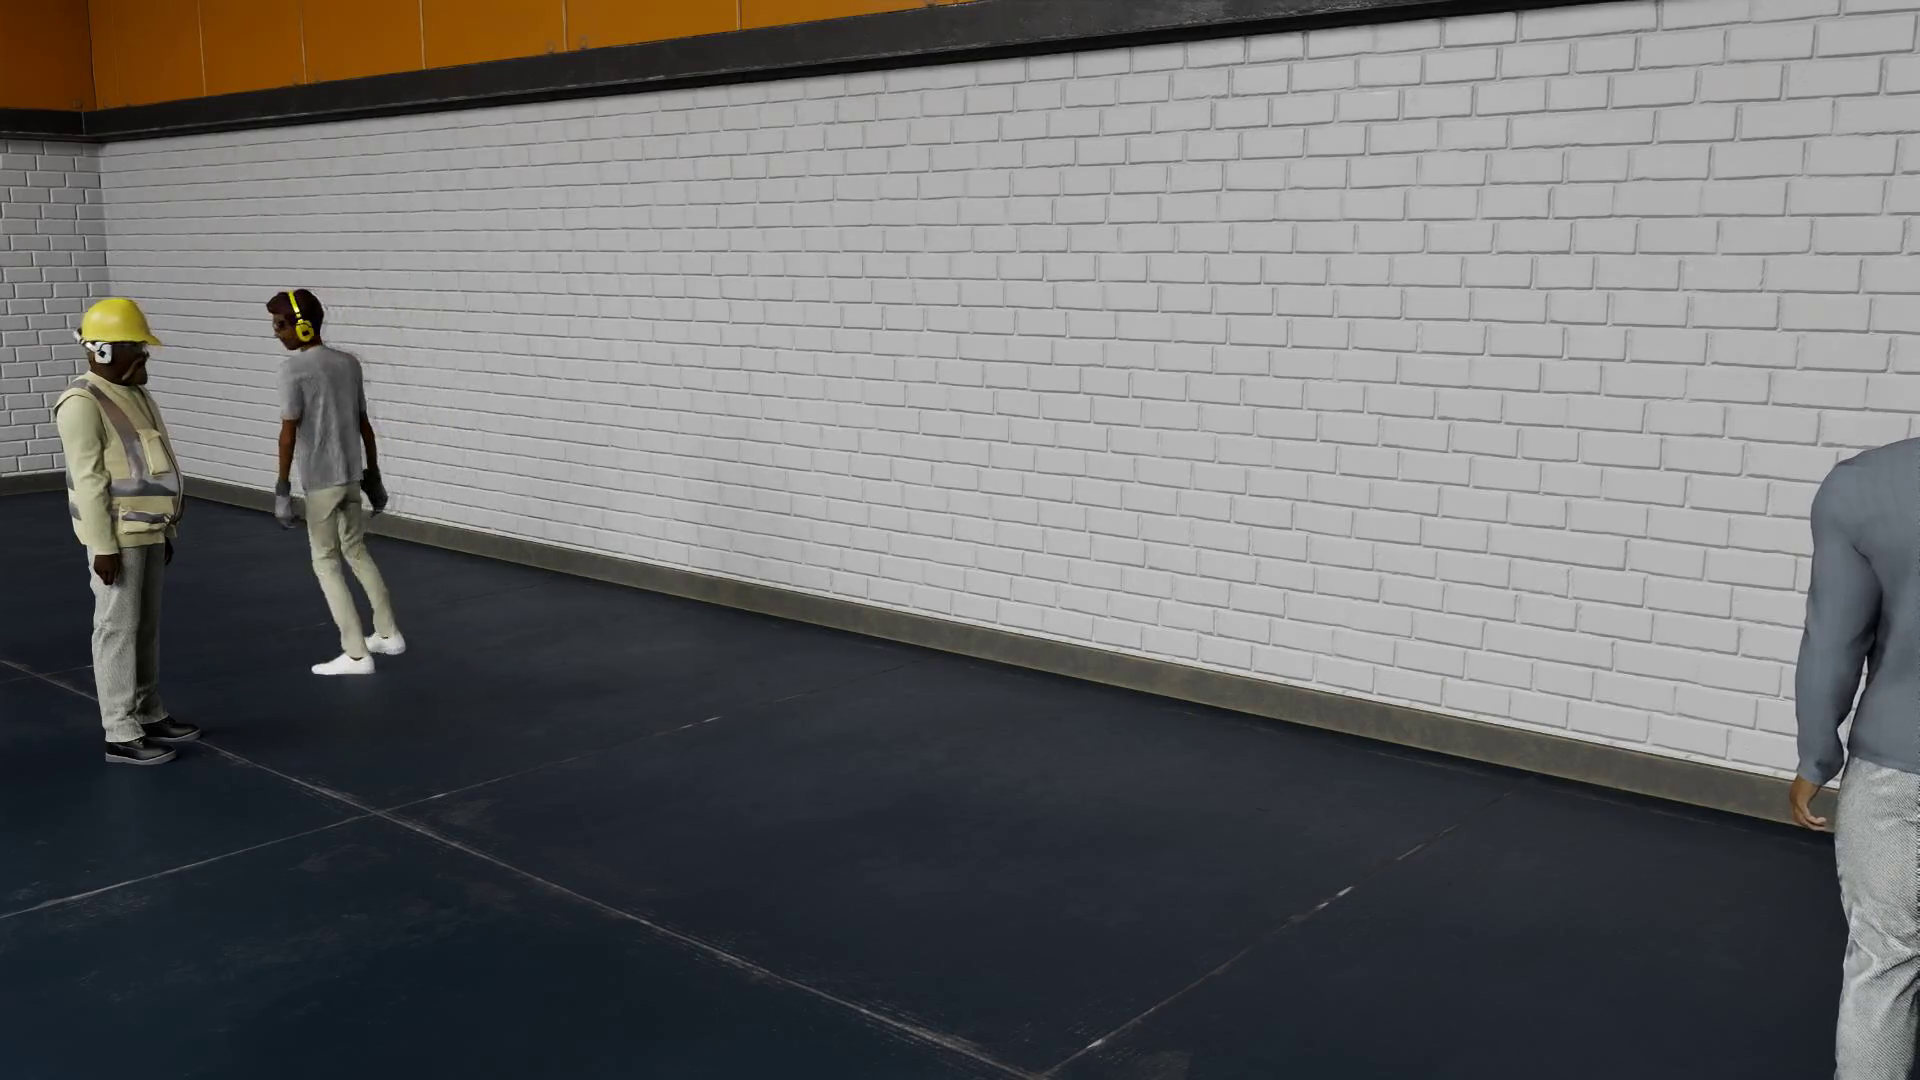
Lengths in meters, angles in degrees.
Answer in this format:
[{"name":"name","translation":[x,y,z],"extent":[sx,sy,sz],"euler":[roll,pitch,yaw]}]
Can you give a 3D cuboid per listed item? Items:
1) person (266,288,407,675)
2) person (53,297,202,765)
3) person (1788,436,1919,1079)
[{"name":"person","translation":[-2.969,-0.258,7.855],"extent":[0.390,1.830,0.650],"euler":[4,11,22]},{"name":"person","translation":[-3.287,-0.038,6.593],"extent":[0.404,1.832,0.589],"euler":[-1,10,-6]},{"name":"person","translation":[2.027,0.476,3.365],"extent":[0.637,1.936,0.355],"euler":[4,11,22]}]
